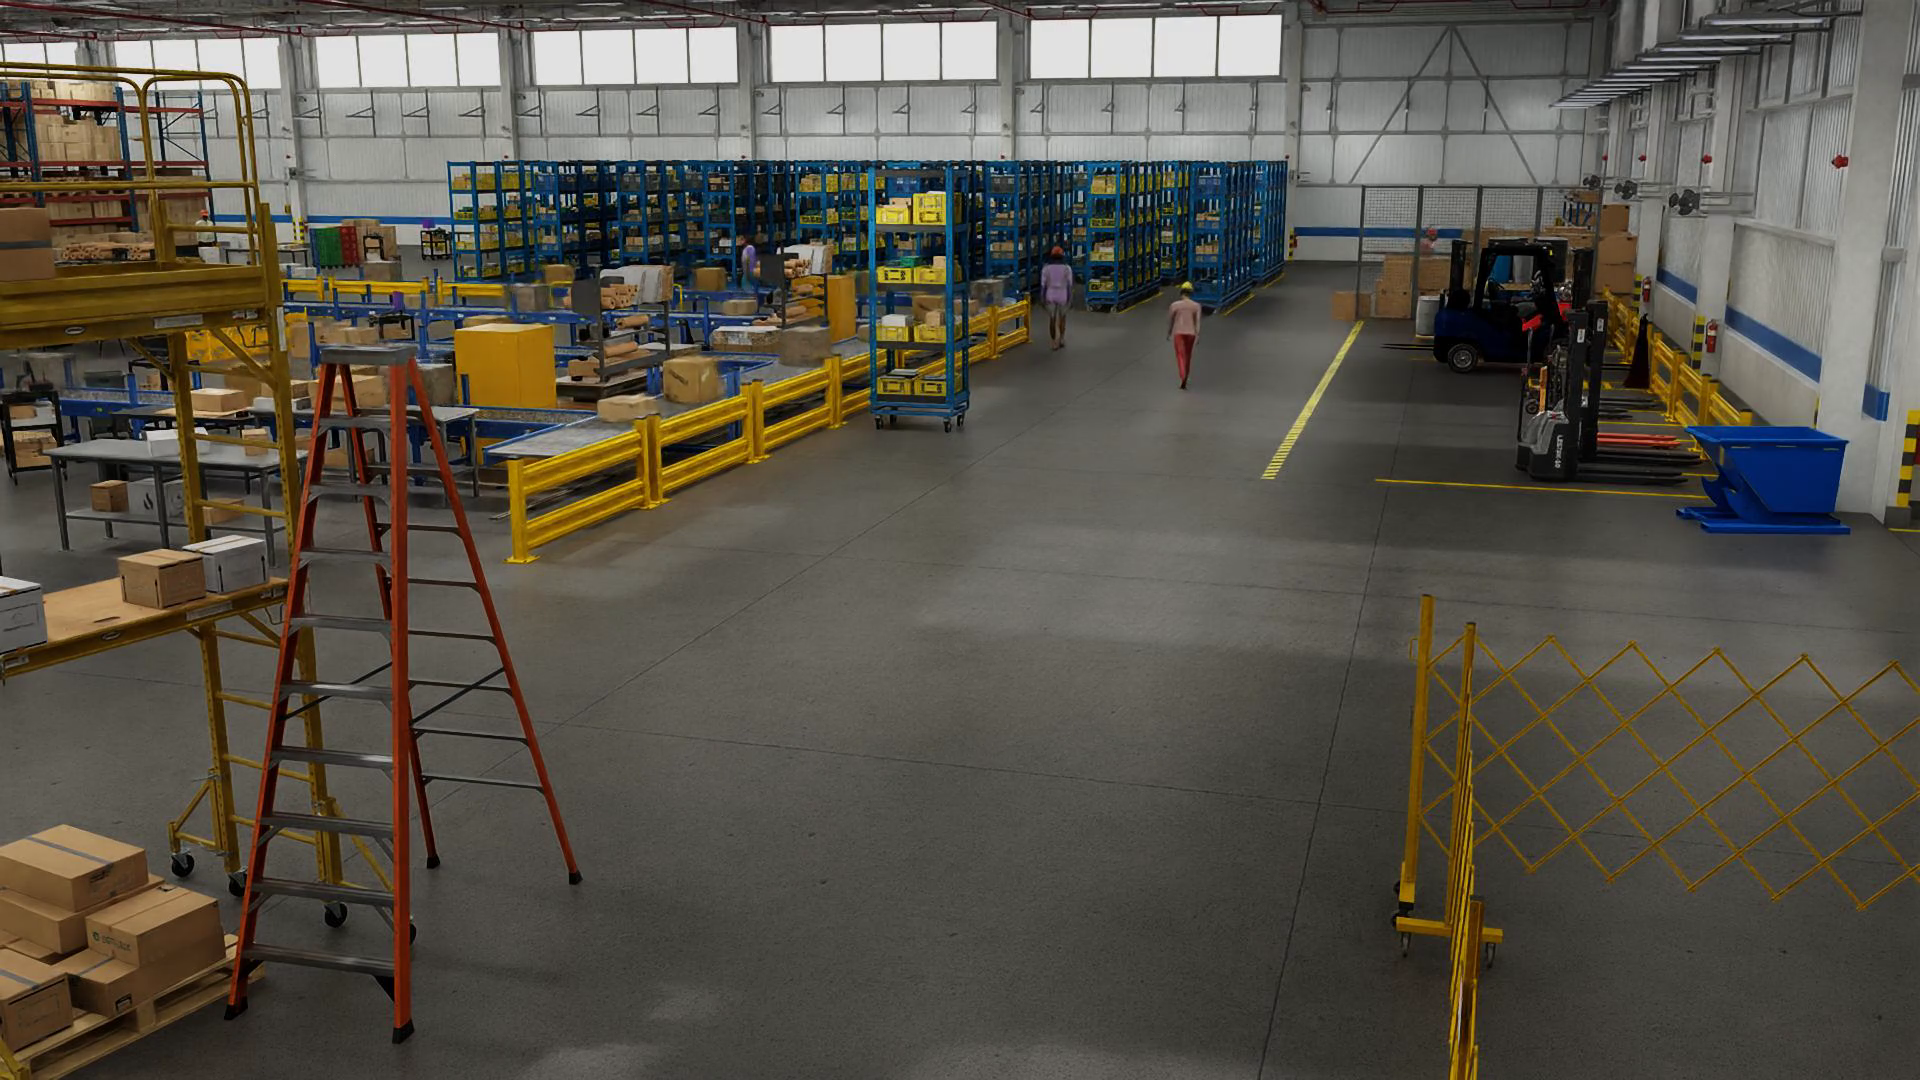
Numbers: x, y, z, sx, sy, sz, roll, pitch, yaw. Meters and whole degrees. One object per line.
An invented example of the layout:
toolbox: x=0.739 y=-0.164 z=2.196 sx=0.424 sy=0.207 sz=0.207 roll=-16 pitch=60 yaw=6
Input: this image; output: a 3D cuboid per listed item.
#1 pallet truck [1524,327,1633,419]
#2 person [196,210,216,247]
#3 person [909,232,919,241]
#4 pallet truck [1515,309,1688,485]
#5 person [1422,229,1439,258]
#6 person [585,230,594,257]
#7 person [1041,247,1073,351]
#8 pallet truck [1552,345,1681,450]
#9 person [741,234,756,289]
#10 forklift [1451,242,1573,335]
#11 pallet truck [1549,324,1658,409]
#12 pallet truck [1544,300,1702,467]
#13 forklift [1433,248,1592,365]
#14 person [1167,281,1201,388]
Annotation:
pallet truck: x=9.065 y=-2.460 z=24.370 sx=1.522 sy=1.261 sz=0.704 roll=3 pitch=13 yaw=14
person: x=-24.871 y=-9.880 z=54.881 sx=0.378 sy=1.996 sz=0.610 roll=9 pitch=16 yaw=34
person: x=-1.265 y=-7.889 z=46.699 sx=0.605 sy=1.812 sz=0.700 roll=3 pitch=13 yaw=14
pallet truck: x=7.554 y=-1.677 z=19.446 sx=1.885 sy=1.965 sz=0.823 roll=3 pitch=13 yaw=14
person: x=11.826 y=-6.804 z=41.662 sx=0.871 sy=1.956 sz=0.631 roll=-2 pitch=13 yaw=-10
person: x=-14.237 y=-11.523 z=62.591 sx=0.808 sy=1.722 sz=0.564 roll=2 pitch=13 yaw=9
person: x=1.913 y=-4.764 z=32.773 sx=0.639 sy=1.995 sz=1.003 roll=2 pitch=13 yaw=7
pallet truck: x=8.641 y=-1.896 z=21.908 sx=1.630 sy=1.274 sz=0.653 roll=4 pitch=14 yaw=16
person: x=-5.261 y=-6.740 z=41.680 sx=0.548 sy=1.830 sz=0.570 roll=3 pitch=13 yaw=14
forklift: x=10.464 y=-4.597 z=31.405 sx=2.680 sy=1.987 sz=1.157 roll=4 pitch=14 yaw=16
pallet truck: x=9.824 y=-2.669 z=25.407 sx=1.601 sy=1.201 sz=0.680 roll=4 pitch=14 yaw=16
pallet truck: x=8.263 y=-1.952 z=20.631 sx=1.885 sy=1.965 sz=0.823 roll=5 pitch=14 yaw=20
forklift: x=9.780 y=-4.111 z=29.280 sx=2.680 sy=1.987 sz=1.157 roll=3 pitch=13 yaw=14
person: x=3.717 y=-3.389 z=27.419 sx=0.524 sy=1.732 sz=0.809 roll=-2 pitch=13 yaw=-7
